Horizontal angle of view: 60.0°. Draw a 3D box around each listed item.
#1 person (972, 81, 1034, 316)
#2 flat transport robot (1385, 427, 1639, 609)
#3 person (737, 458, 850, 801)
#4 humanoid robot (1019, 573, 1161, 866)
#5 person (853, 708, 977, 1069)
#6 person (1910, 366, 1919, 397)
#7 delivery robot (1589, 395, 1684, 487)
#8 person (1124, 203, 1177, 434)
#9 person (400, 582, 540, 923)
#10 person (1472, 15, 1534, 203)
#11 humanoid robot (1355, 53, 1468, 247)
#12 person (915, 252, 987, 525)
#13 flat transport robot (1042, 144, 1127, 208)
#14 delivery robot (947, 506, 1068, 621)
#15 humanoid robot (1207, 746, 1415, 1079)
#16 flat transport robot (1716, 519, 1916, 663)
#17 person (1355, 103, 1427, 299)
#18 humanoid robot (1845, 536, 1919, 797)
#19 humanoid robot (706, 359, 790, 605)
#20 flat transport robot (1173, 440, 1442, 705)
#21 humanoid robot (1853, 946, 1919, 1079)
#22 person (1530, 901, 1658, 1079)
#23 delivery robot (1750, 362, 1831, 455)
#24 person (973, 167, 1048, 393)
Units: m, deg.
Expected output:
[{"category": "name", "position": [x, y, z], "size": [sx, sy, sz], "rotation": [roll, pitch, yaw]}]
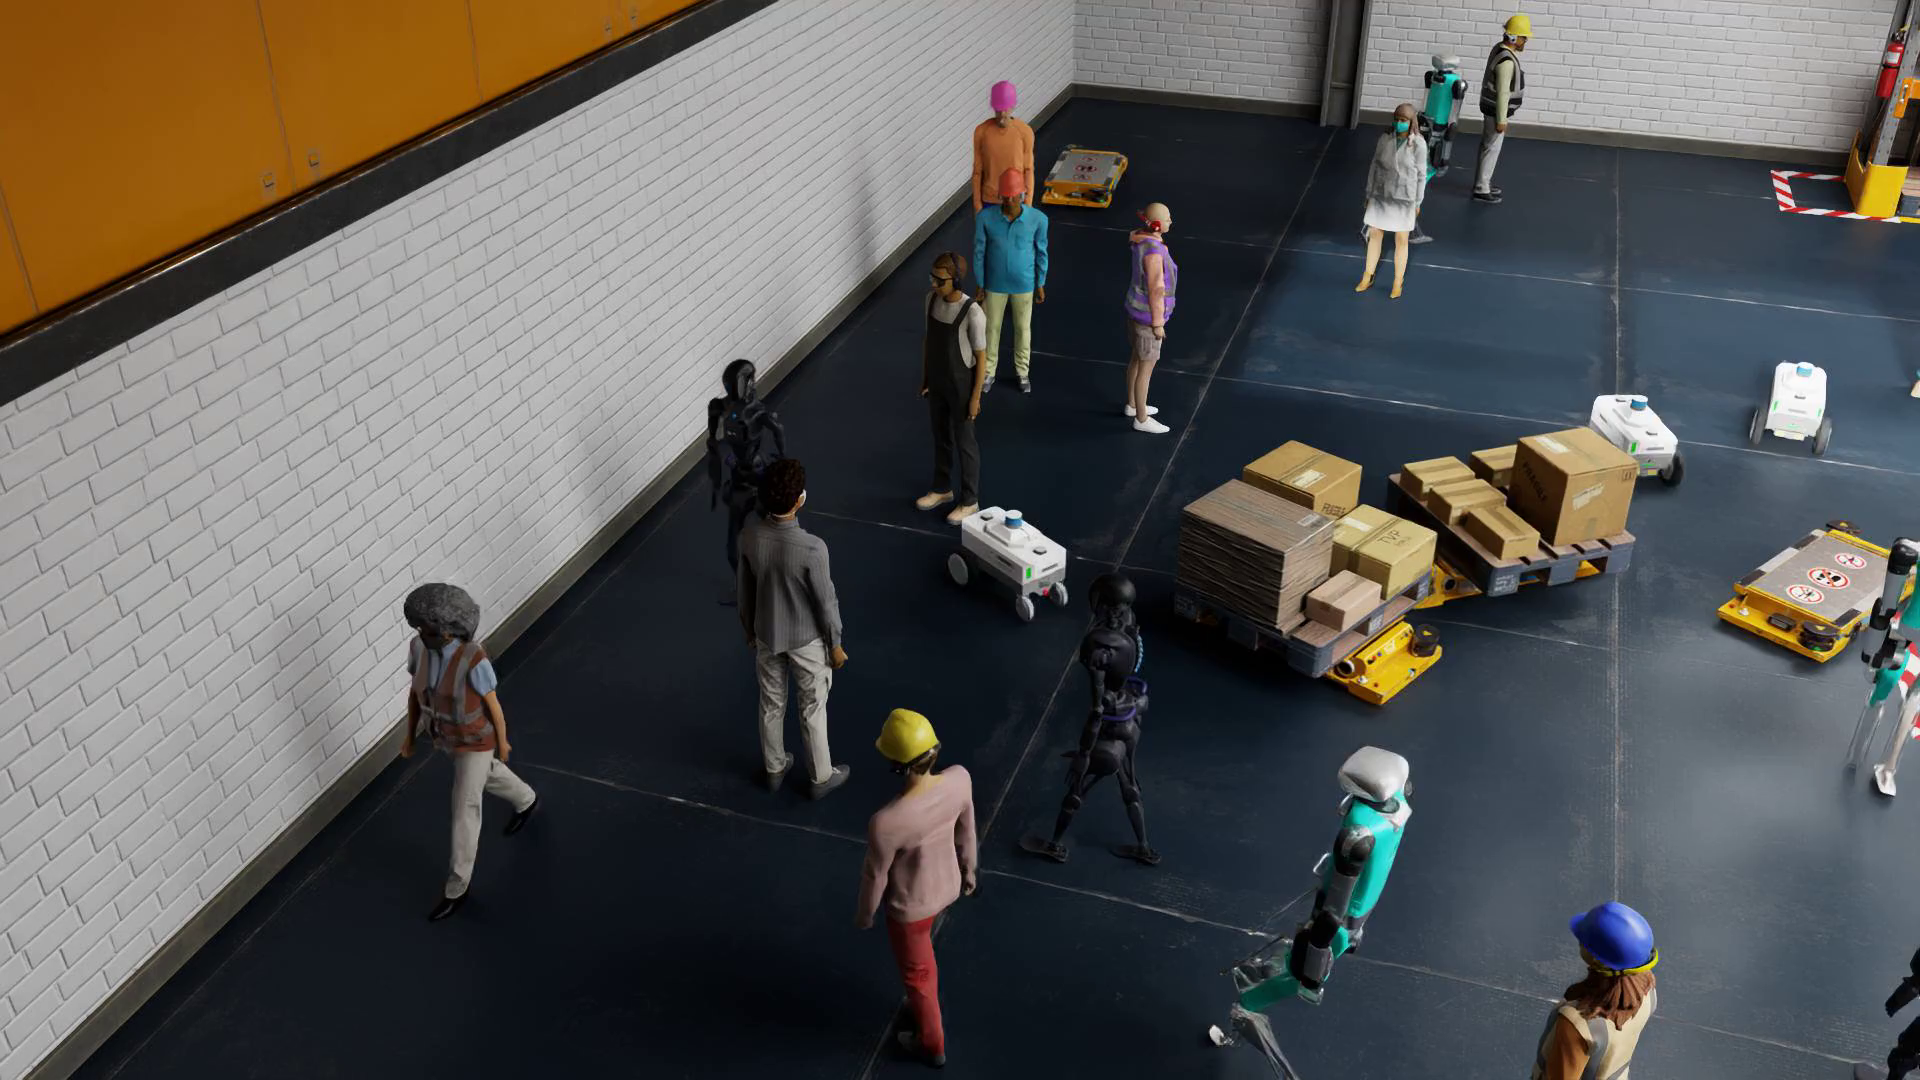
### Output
[{"category": "person", "position": [0.354, -2.812, 13.734], "size": [0.510, 1.975, 0.406], "rotation": [3, 31, 5]}, {"category": "flat transport robot", "position": [3.312, 0.086, 10.479], "size": [1.431, 0.231, 0.659], "rotation": [-10, 32, -16]}, {"category": "person", "position": [-0.838, 0.468, 8.223], "size": [0.545, 1.897, 0.383], "rotation": [11, 32, 18]}, {"category": "humanoid robot", "position": [0.651, 0.846, 7.812], "size": [0.679, 1.633, 0.599], "rotation": [11, 32, 19]}, {"category": "person", "position": [-0.209, 1.406, 6.767], "size": [0.519, 1.748, 0.531], "rotation": [25, 39, 36]}, {"category": "person", "position": [7.465, -1.891, 12.267], "size": [0.527, 1.866, 0.390], "rotation": [26, 39, 37]}, {"category": "delivery robot", "position": [4.670, -0.696, 11.540], "size": [0.499, 0.608, 0.786], "rotation": [-2, 31, -3]}, {"category": "person", "position": [1.351, -1.596, 11.934], "size": [0.350, 1.693, 0.477], "rotation": [-4, 31, -6]}, {"category": "person", "position": [-2.313, 0.882, 7.768], "size": [0.447, 1.645, 0.877], "rotation": [16, 34, 26]}, {"category": "person", "position": [5.284, -4.217, 16.276], "size": [0.403, 1.817, 0.599], "rotation": [5, 31, 9]}, {"category": "humanoid robot", "position": [4.039, -3.479, 15.131], "size": [0.931, 1.791, 0.548], "rotation": [-11, 32, -18]}, {"category": "person", "position": [-0.061, -0.985, 10.746], "size": [0.510, 1.844, 0.335], "rotation": [27, 40, 38]}, {"category": "flat transport robot", "position": [1.283, -3.700, 16.920], "size": [0.659, 0.231, 1.431], "rotation": [7, 31, 11]}, {"category": "delivery robot", "position": [0.309, 0.098, 10.196], "size": [0.499, 0.614, 0.812], "rotation": [-21, 36, -32]}, {"category": "humanoid robot", "position": [1.284, 1.537, 6.632], "size": [0.838, 1.843, 0.565], "rotation": [19, 35, 29]}, {"category": "flat transport robot", "position": [5.292, 0.292, 10.129], "size": [1.431, 0.231, 0.659], "rotation": [-23, 37, -34]}, {"category": "person", "position": [3.682, -2.877, 14.144], "size": [0.497, 1.659, 0.335], "rotation": [17, 34, 26]}, {"category": "humanoid robot", "position": [4.761, 0.588, 8.285], "size": [0.547, 1.879, 0.779], "rotation": [15, 34, 24]}, {"category": "humanoid robot", "position": [-1.204, -0.328, 9.789], "size": [0.585, 1.636, 0.396], "rotation": [14, 33, 22]}, {"category": "flat transport robot", "position": [2.040, 0.486, 9.799], "size": [1.431, 0.231, 0.659], "rotation": [26, 39, 37]}, {"category": "humanoid robot", "position": [3.900, 1.708, 6.345], "size": [0.589, 1.635, 0.655], "rotation": [-2, 31, -4]}, {"category": "person", "position": [2.141, 1.953, 5.811], "size": [0.462, 1.781, 0.306], "rotation": [-20, 36, -31]}, {"category": "delivery robot", "position": [6.038, -0.989, 12.017], "size": [0.499, 0.585, 0.765], "rotation": [13, 33, 21]}, {"category": "person", "position": [0.376, -1.937, 12.453], "size": [0.562, 1.751, 0.338], "rotation": [2, 30, 3]}]
